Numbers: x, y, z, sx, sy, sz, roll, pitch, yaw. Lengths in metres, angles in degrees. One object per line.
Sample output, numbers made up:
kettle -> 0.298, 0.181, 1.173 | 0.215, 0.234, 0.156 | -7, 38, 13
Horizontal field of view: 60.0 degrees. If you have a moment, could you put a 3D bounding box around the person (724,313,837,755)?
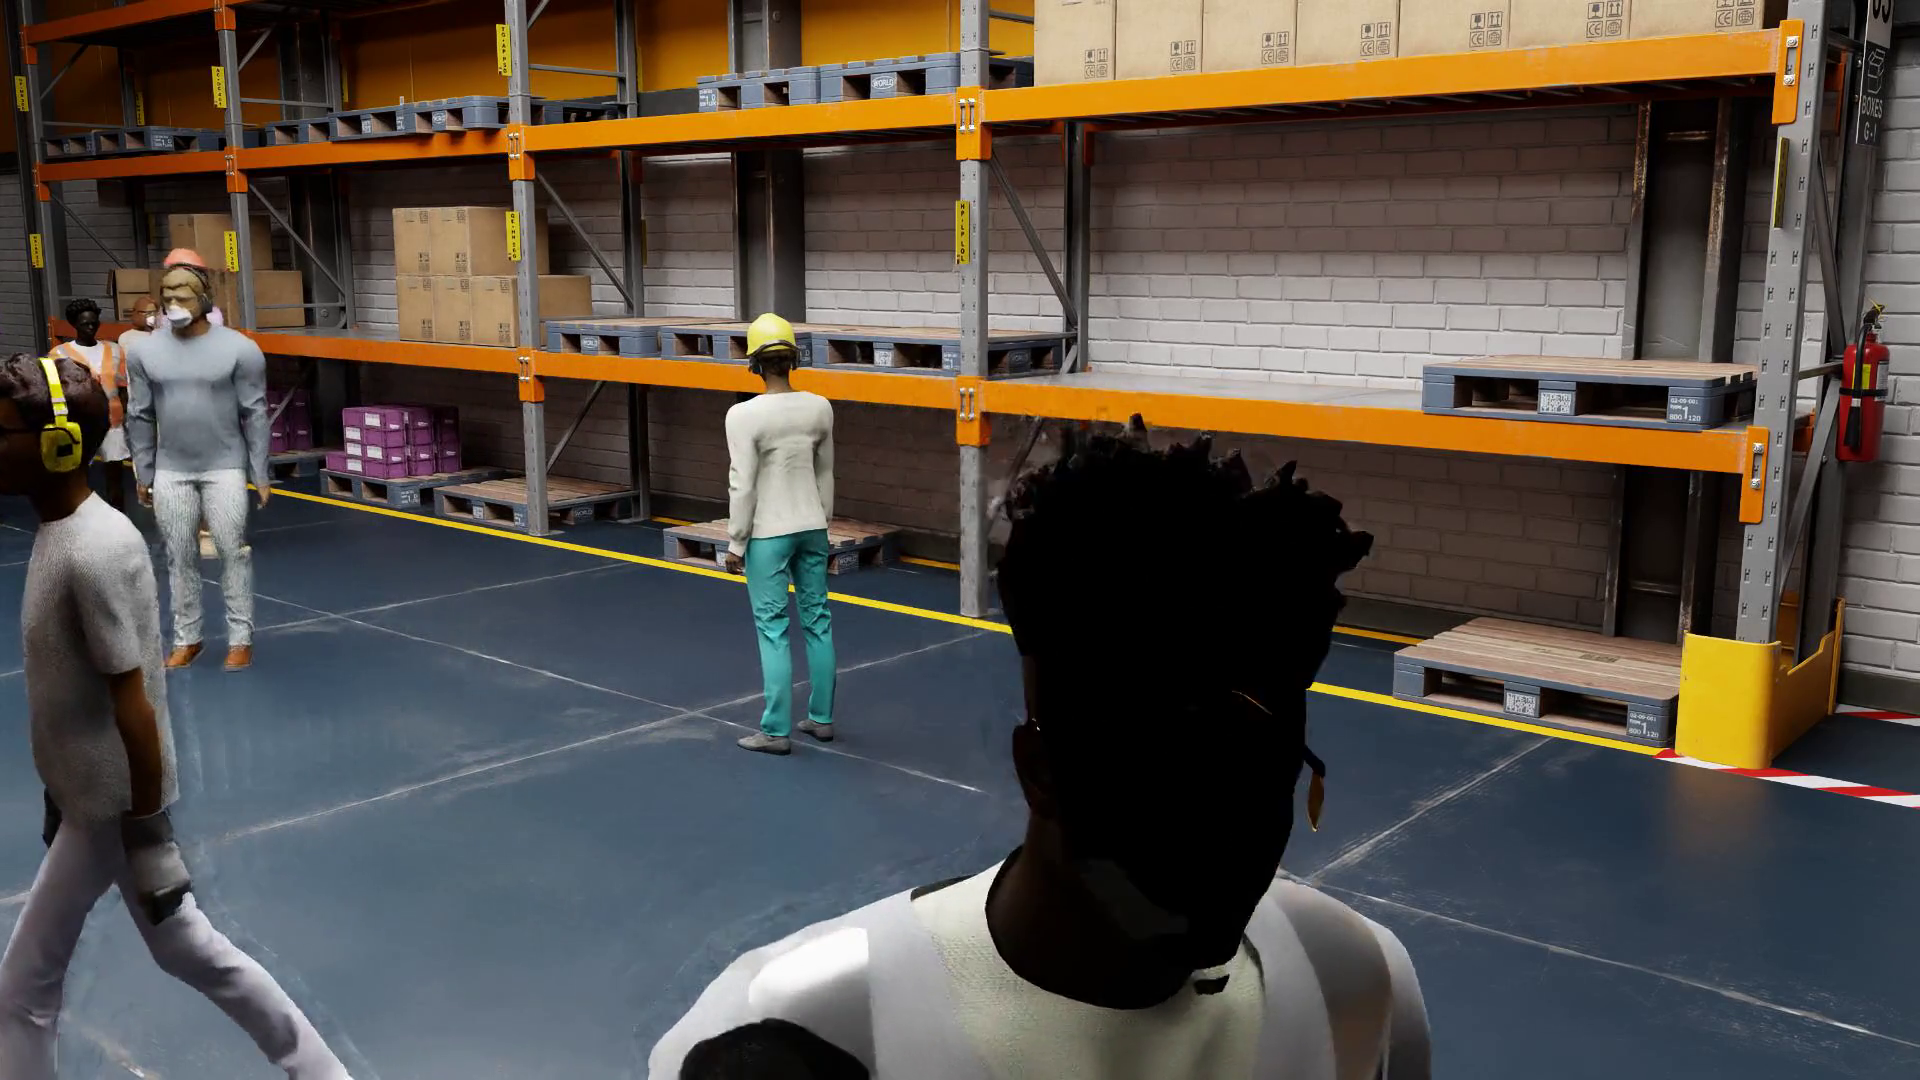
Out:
person -> -0.726, -0.019, 6.680 | 0.526, 1.765, 0.329 | -10, 14, -44

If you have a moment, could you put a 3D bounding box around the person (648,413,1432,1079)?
person -> 0.110, 0.881, 1.131 | 0.630, 1.906, 1.009 | -5, 11, -28

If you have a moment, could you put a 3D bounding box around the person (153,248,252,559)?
person -> -4.949, -0.863, 10.793 | 0.659, 2.013, 0.424 | 8, 13, 38

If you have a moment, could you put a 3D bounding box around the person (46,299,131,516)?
person -> -5.885, -0.788, 11.282 | 0.321, 1.688, 0.534 | 7, 12, 36

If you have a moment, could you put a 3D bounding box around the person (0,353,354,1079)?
person -> -1.744, 0.530, 3.414 | 0.986, 1.829, 0.531 | -5, 11, -28

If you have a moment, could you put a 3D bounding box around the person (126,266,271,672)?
person -> -3.624, -0.329, 7.949 | 0.636, 1.937, 0.352 | -1, 10, -7

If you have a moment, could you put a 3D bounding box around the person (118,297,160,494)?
person -> -6.693, -1.194, 13.767 | 0.284, 1.626, 0.492 | 6, 12, 31
